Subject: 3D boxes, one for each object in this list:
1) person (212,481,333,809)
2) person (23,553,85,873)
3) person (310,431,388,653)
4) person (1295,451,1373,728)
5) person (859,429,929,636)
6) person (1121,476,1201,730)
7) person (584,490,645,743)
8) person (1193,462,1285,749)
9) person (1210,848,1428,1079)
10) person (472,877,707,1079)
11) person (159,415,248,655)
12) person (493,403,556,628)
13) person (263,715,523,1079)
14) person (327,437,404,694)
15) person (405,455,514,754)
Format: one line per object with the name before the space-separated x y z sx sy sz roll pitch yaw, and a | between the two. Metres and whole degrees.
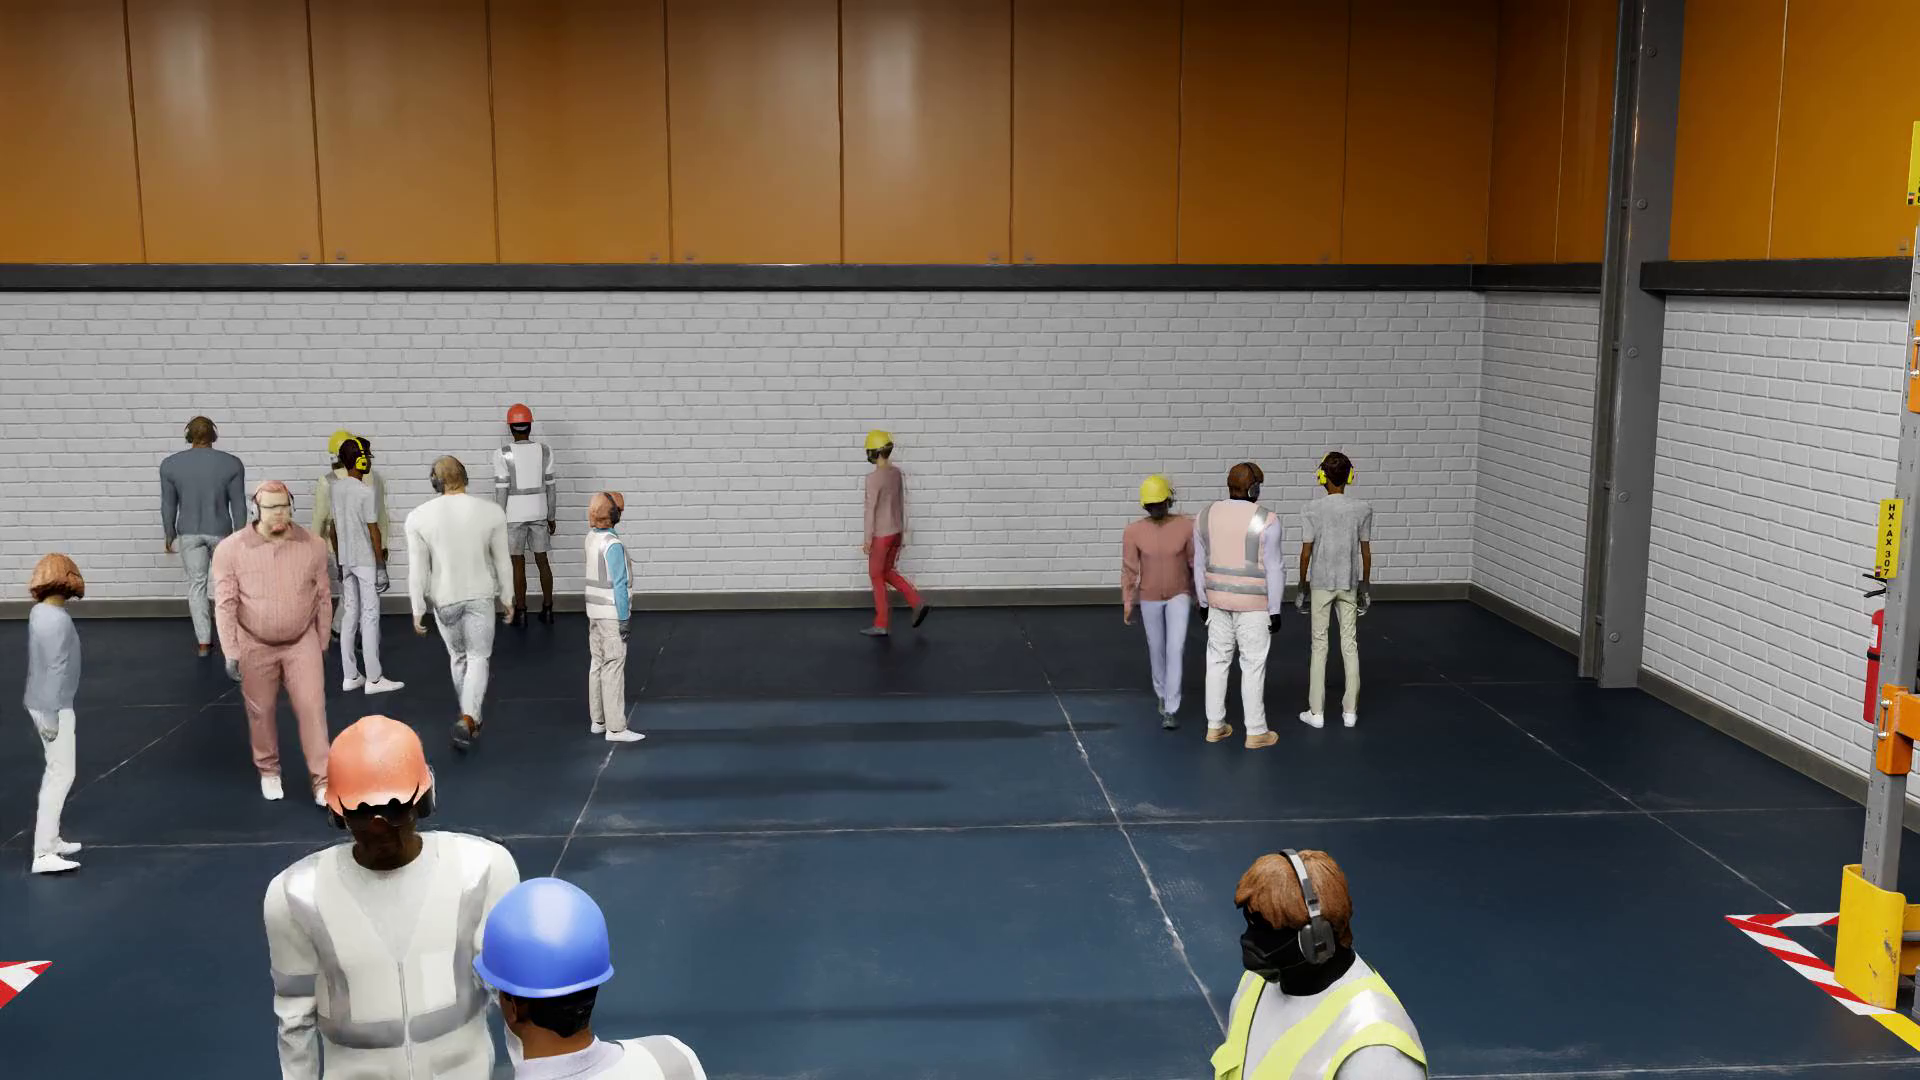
person | -3.837 0.610 9.387 0.639 1.872 0.941 -5 10 -30
person | -4.649 0.879 8.544 0.404 1.604 0.625 -7 11 -37
person | -4.989 0.008 13.459 0.914 1.781 0.617 6 11 33
person | 2.507 0.336 11.169 0.513 1.864 0.325 0 9 -2
person | -0.592 -0.046 13.925 0.512 1.755 0.534 4 10 25
person | 1.359 0.405 11.203 0.535 1.697 0.840 1 9 9
person | -2.283 0.496 10.841 0.306 1.645 0.523 -6 11 -33
person | 1.812 0.415 10.736 0.625 1.843 0.430 7 12 39
person | 0.742 1.557 3.619 0.429 1.830 0.635 -2 9 -14
person | -0.727 1.575 3.116 0.385 1.948 0.605 7 11 36
person | -6.063 -0.042 13.378 0.640 1.921 0.542 -4 10 -22
person | -3.767 -0.213 14.385 0.551 1.933 0.370 -7 11 -36
person | -1.380 1.394 4.200 0.639 1.980 1.081 -4 10 -21
person | -4.347 0.185 12.092 0.513 1.872 0.328 5 10 29
person | -3.191 0.412 10.645 0.648 1.893 0.894 -2 9 -14
